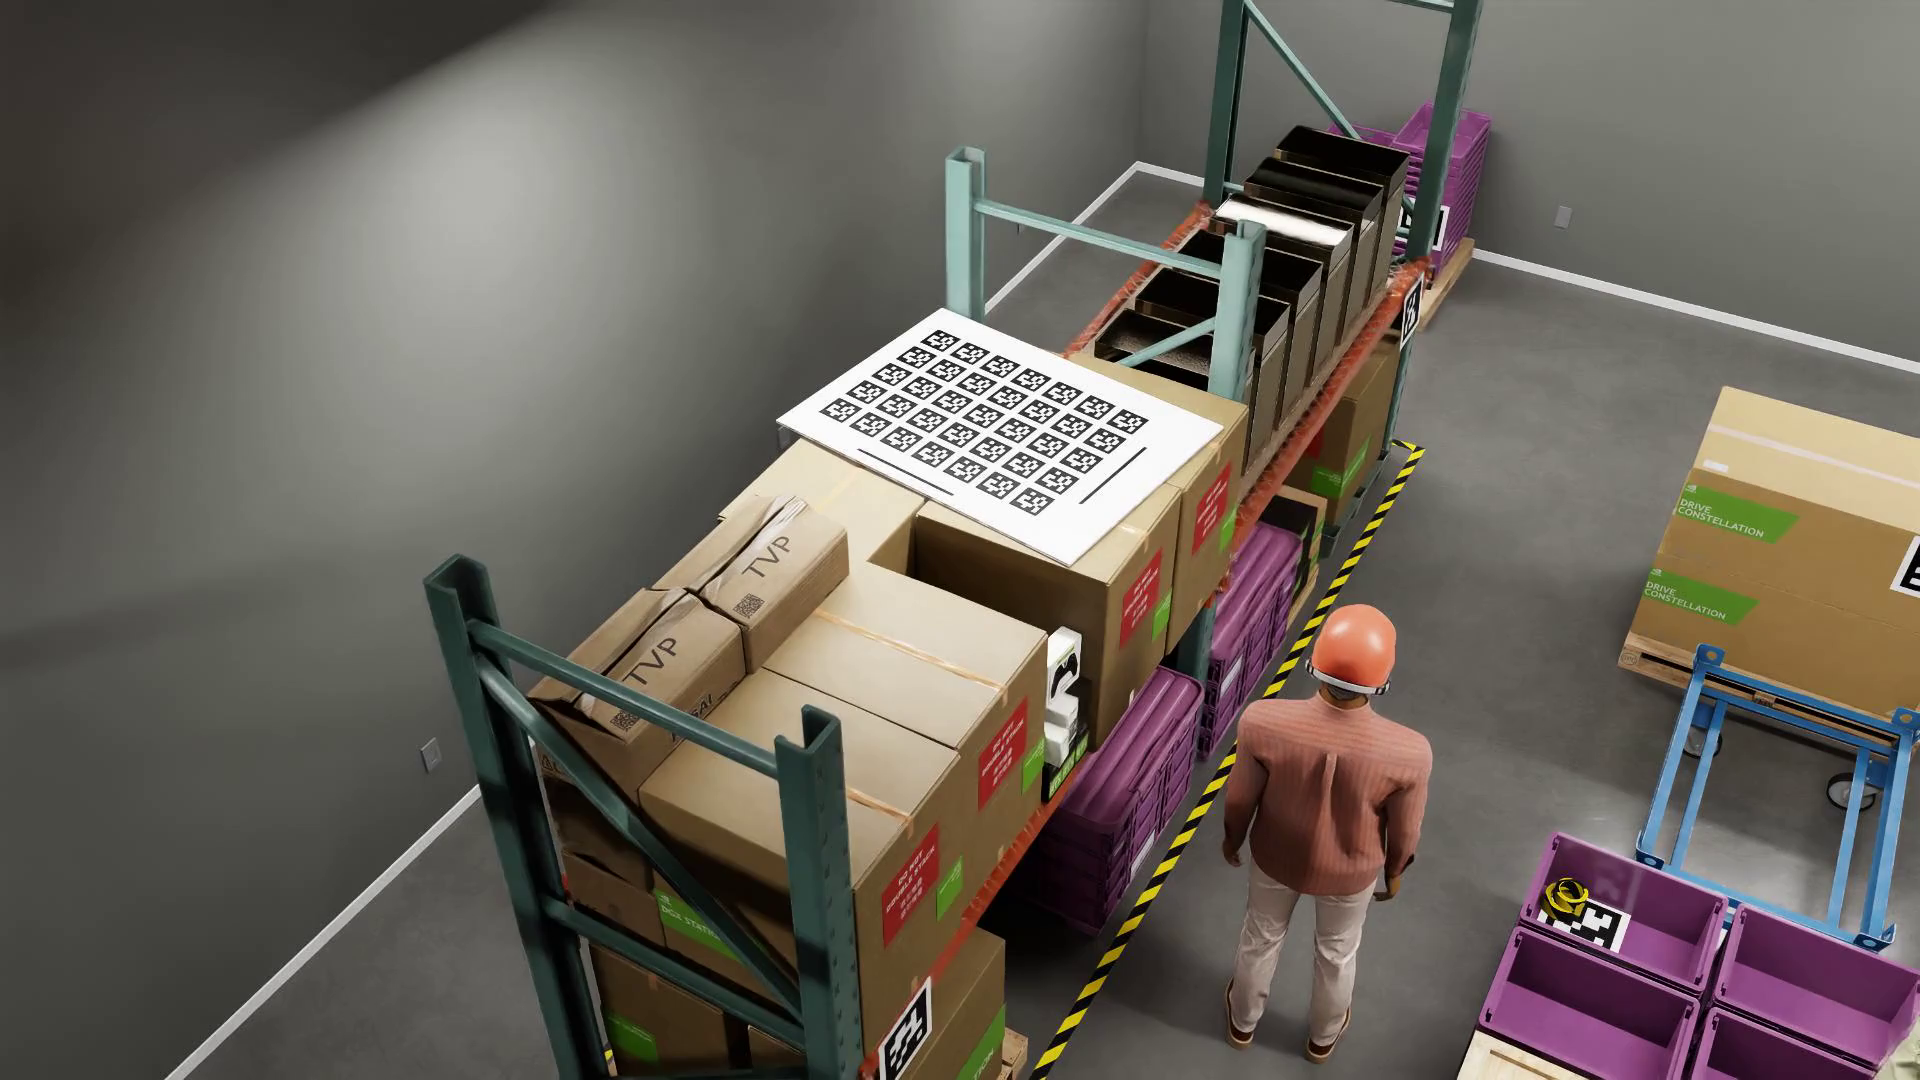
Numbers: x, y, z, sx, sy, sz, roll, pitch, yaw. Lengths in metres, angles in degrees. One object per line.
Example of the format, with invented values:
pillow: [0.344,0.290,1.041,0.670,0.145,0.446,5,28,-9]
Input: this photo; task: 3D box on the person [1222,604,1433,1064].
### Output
person: [1.148,0.988,5.375,0.611,1.996,0.378,11,41,12]
